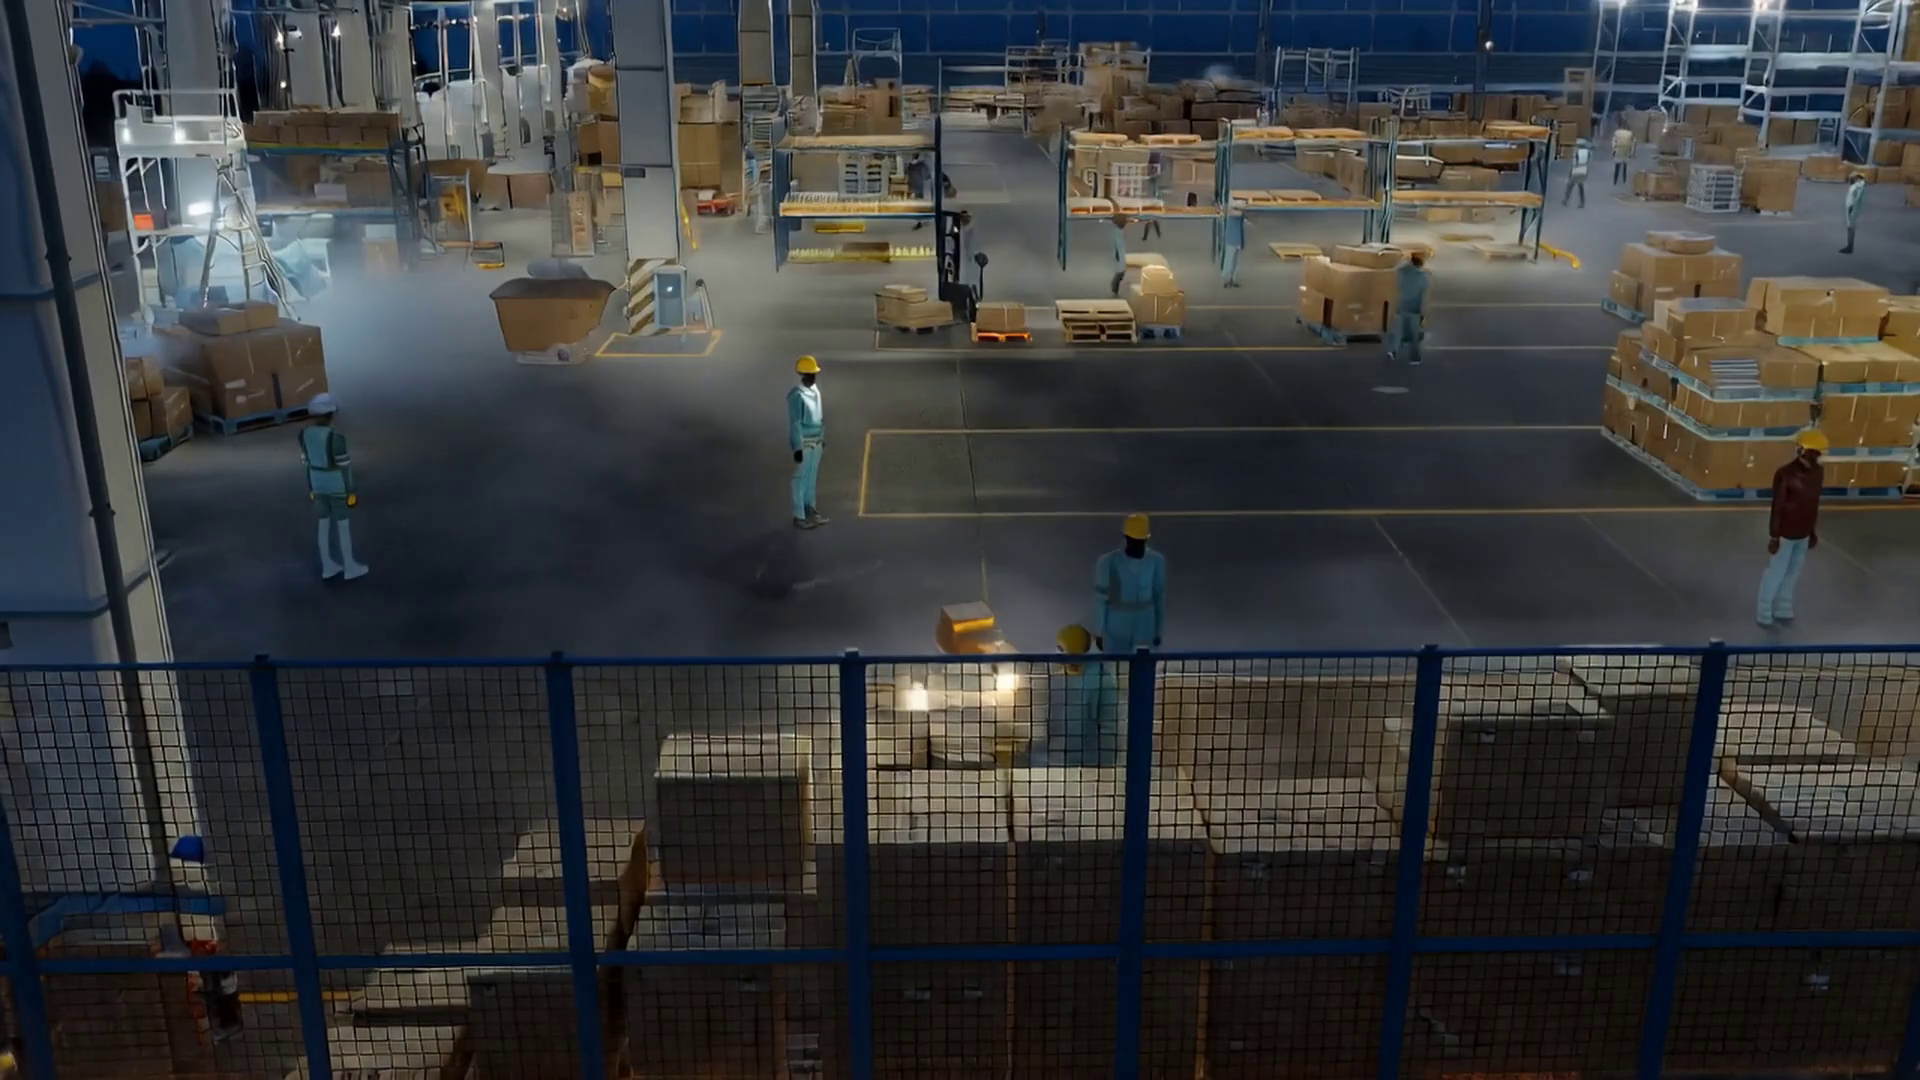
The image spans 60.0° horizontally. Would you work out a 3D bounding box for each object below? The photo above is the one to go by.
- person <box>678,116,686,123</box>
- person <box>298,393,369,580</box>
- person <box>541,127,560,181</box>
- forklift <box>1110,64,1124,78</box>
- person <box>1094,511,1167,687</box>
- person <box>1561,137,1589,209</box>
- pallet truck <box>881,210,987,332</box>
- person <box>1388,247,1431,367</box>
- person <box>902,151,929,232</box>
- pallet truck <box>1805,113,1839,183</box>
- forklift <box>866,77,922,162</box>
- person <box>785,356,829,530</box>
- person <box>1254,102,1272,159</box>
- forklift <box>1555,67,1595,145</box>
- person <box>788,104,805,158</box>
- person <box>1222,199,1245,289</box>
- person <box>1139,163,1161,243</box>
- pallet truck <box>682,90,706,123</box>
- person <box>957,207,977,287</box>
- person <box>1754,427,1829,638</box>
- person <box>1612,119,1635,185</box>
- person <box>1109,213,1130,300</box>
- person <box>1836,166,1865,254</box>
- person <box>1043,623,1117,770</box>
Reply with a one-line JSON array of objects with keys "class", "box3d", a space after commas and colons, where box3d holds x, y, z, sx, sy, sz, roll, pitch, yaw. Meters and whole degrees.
[{"class": "person", "box3d": [-8.419, -12.002, 50.928, 0.352, 1.937, 0.635, -5, 19, -15]}, {"class": "person", "box3d": [-6.403, -0.545, 16.940, 0.543, 1.938, 0.357, 5, 19, 15]}, {"class": "person", "box3d": [-12.530, -11.797, 50.852, 0.539, 1.593, 0.872, -2, 19, -7]}, {"class": "forklift", "box3d": [5.890, -16.579, 63.054, 1.873, 2.768, 1.129, 4, 19, 12]}, {"class": "person", "box3d": [1.358, 0.658, 13.410, 0.602, 1.910, 0.673, -3, 19, -10]}, {"class": "person", "box3d": [16.599, -9.868, 44.695, 0.565, 1.881, 1.012, -3, 19, -9]}, {"class": "pallet truck", "box3d": [-0.493, -4.759, 29.349, 1.885, 1.965, 0.823, -13, 23, -34]}, {"class": "person", "box3d": [7.126, -3.682, 26.320, 0.587, 1.897, 0.846, 15, 24, 38]}, {"class": "person", "box3d": [-1.073, -8.554, 40.752, 0.646, 1.905, 0.800, 13, 22, 33]}, {"class": "pallet truck", "box3d": [26.403, -11.957, 50.702, 0.823, 1.965, 1.885, 6, 19, 16]}, {"class": "forklift", "box3d": [-2.259, -13.811, 54.842, 1.873, 2.768, 1.129, 13, 22, 33]}, {"class": "person", "box3d": [-1.703, -1.093, 18.550, 0.392, 1.946, 0.614, 7, 20, 21]}, {"class": "person", "box3d": [10.426, -14.140, 57.355, 0.603, 1.890, 0.852, -1, 19, -2]}, {"class": "forklift", "box3d": [22.662, -16.002, 61.344, 1.129, 2.768, 1.873, -1, 19, -1]}, {"class": "person", "box3d": [-5.771, -14.024, 57.067, 0.829, 1.858, 0.578, -14, 23, -35]}, {"class": "person", "box3d": [5.446, -5.892, 33.063, 0.525, 1.772, 0.308, -12, 22, -33]}, {"class": "person", "box3d": [4.486, -7.918, 39.002, 0.517, 1.820, 0.826, 17, 25, 42]}, {"class": "pallet truck", "box3d": [-9.671, -15.907, 62.421, 0.823, 1.965, 1.885, 5, 19, 15]}, {"class": "person", "box3d": [0.092, -5.564, 32.149, 0.498, 1.726, 0.419, 14, 23, 36]}, {"class": "person", "box3d": [7.754, -0.082, 15.475, 0.612, 1.997, 0.376, -10, 21, -27]}, {"class": "person", "box3d": [19.882, -11.644, 49.894, 0.614, 1.924, 0.866, 9, 21, 26]}, {"class": "person", "box3d": [3.047, -5.384, 31.686, 0.378, 1.680, 0.547, 5, 19, 13]}, {"class": "person", "box3d": [19.982, -7.394, 37.257, 0.356, 1.936, 0.551, 14, 23, 35]}, {"class": "person", "box3d": [0.774, 1.449, 11.028, 0.366, 1.935, 0.630, -13, 23, -33]}]
